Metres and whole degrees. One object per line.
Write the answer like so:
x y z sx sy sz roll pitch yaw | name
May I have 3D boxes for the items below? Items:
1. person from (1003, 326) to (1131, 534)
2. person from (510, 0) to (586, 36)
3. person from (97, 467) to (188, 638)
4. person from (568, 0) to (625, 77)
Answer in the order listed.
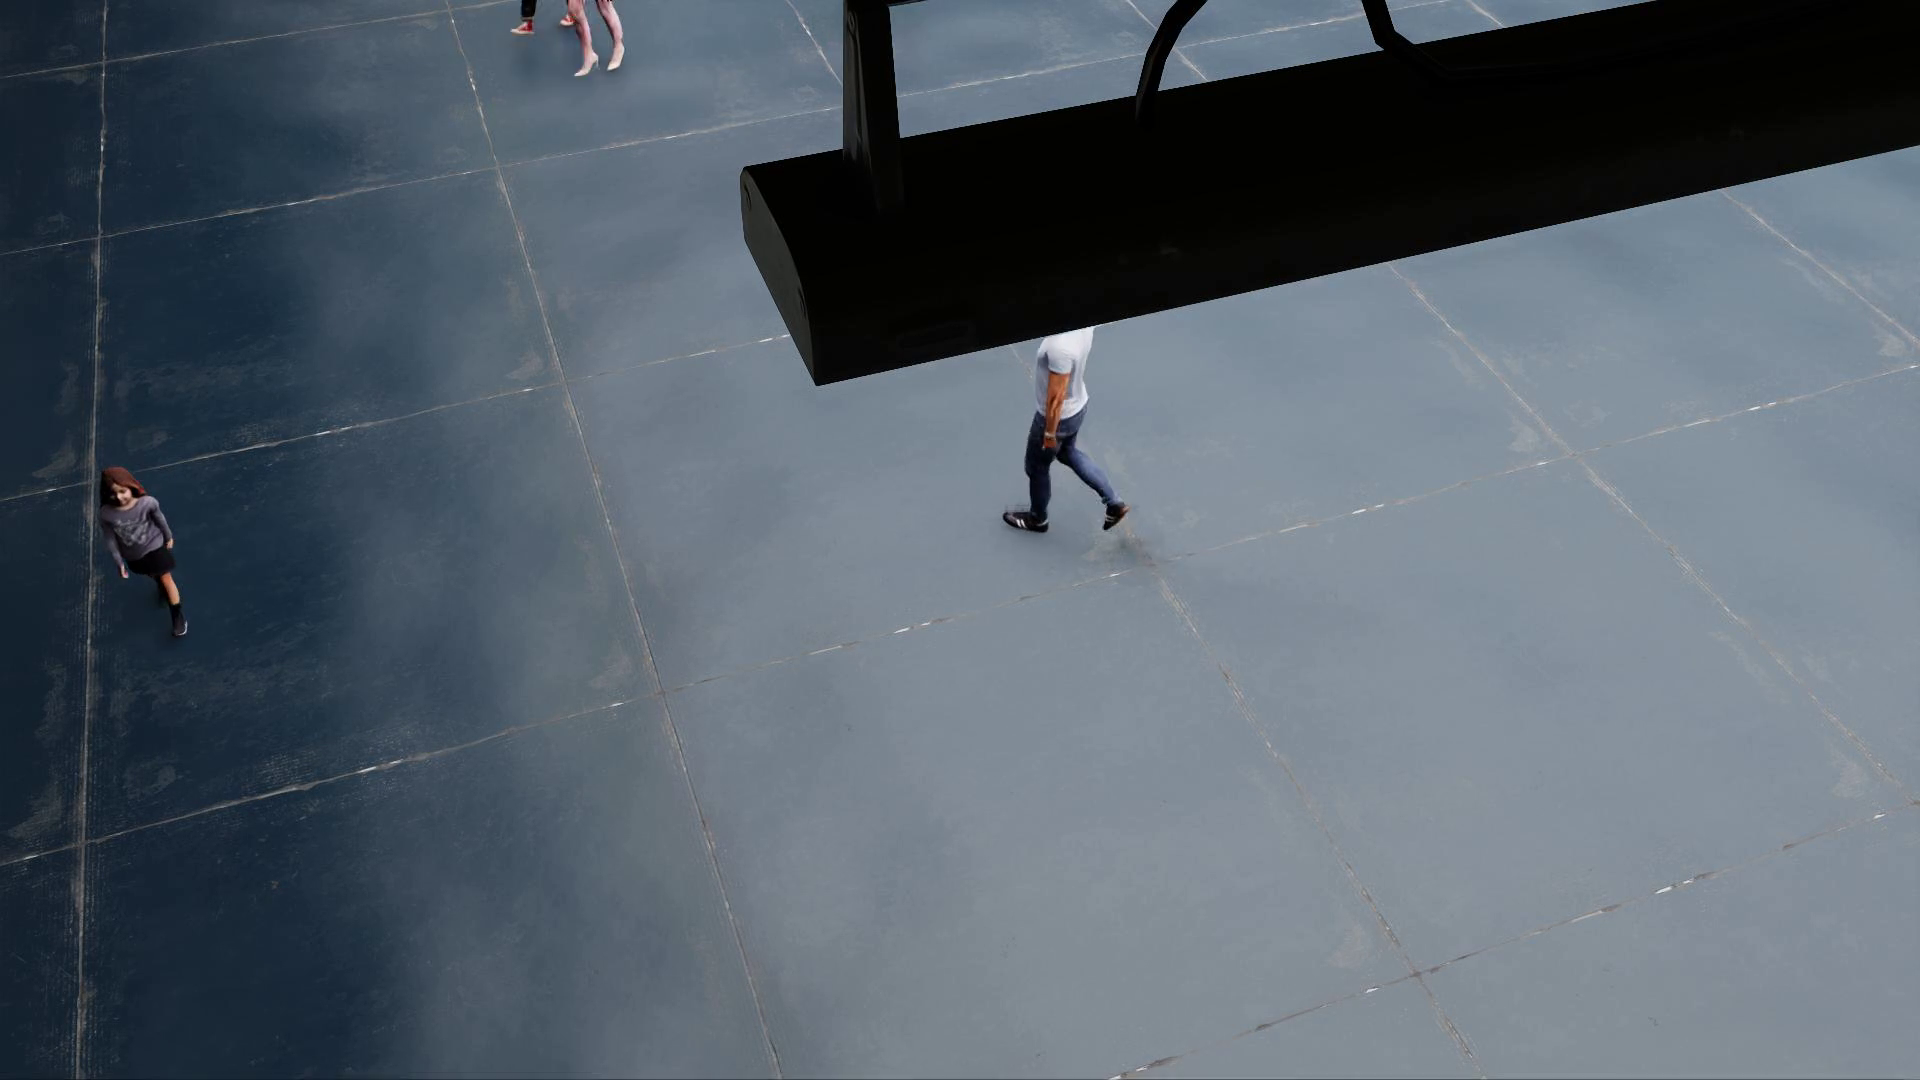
0.655 -0.723 9.570 1.087 1.850 1.030 17 46 17 | person
-3.574 -5.321 14.590 1.047 1.719 1.095 20 47 20 | person
-4.610 -0.006 9.365 0.471 1.082 0.764 -15 45 -16 | person
-3.032 -4.816 14.003 0.861 1.783 0.912 23 48 23 | person
